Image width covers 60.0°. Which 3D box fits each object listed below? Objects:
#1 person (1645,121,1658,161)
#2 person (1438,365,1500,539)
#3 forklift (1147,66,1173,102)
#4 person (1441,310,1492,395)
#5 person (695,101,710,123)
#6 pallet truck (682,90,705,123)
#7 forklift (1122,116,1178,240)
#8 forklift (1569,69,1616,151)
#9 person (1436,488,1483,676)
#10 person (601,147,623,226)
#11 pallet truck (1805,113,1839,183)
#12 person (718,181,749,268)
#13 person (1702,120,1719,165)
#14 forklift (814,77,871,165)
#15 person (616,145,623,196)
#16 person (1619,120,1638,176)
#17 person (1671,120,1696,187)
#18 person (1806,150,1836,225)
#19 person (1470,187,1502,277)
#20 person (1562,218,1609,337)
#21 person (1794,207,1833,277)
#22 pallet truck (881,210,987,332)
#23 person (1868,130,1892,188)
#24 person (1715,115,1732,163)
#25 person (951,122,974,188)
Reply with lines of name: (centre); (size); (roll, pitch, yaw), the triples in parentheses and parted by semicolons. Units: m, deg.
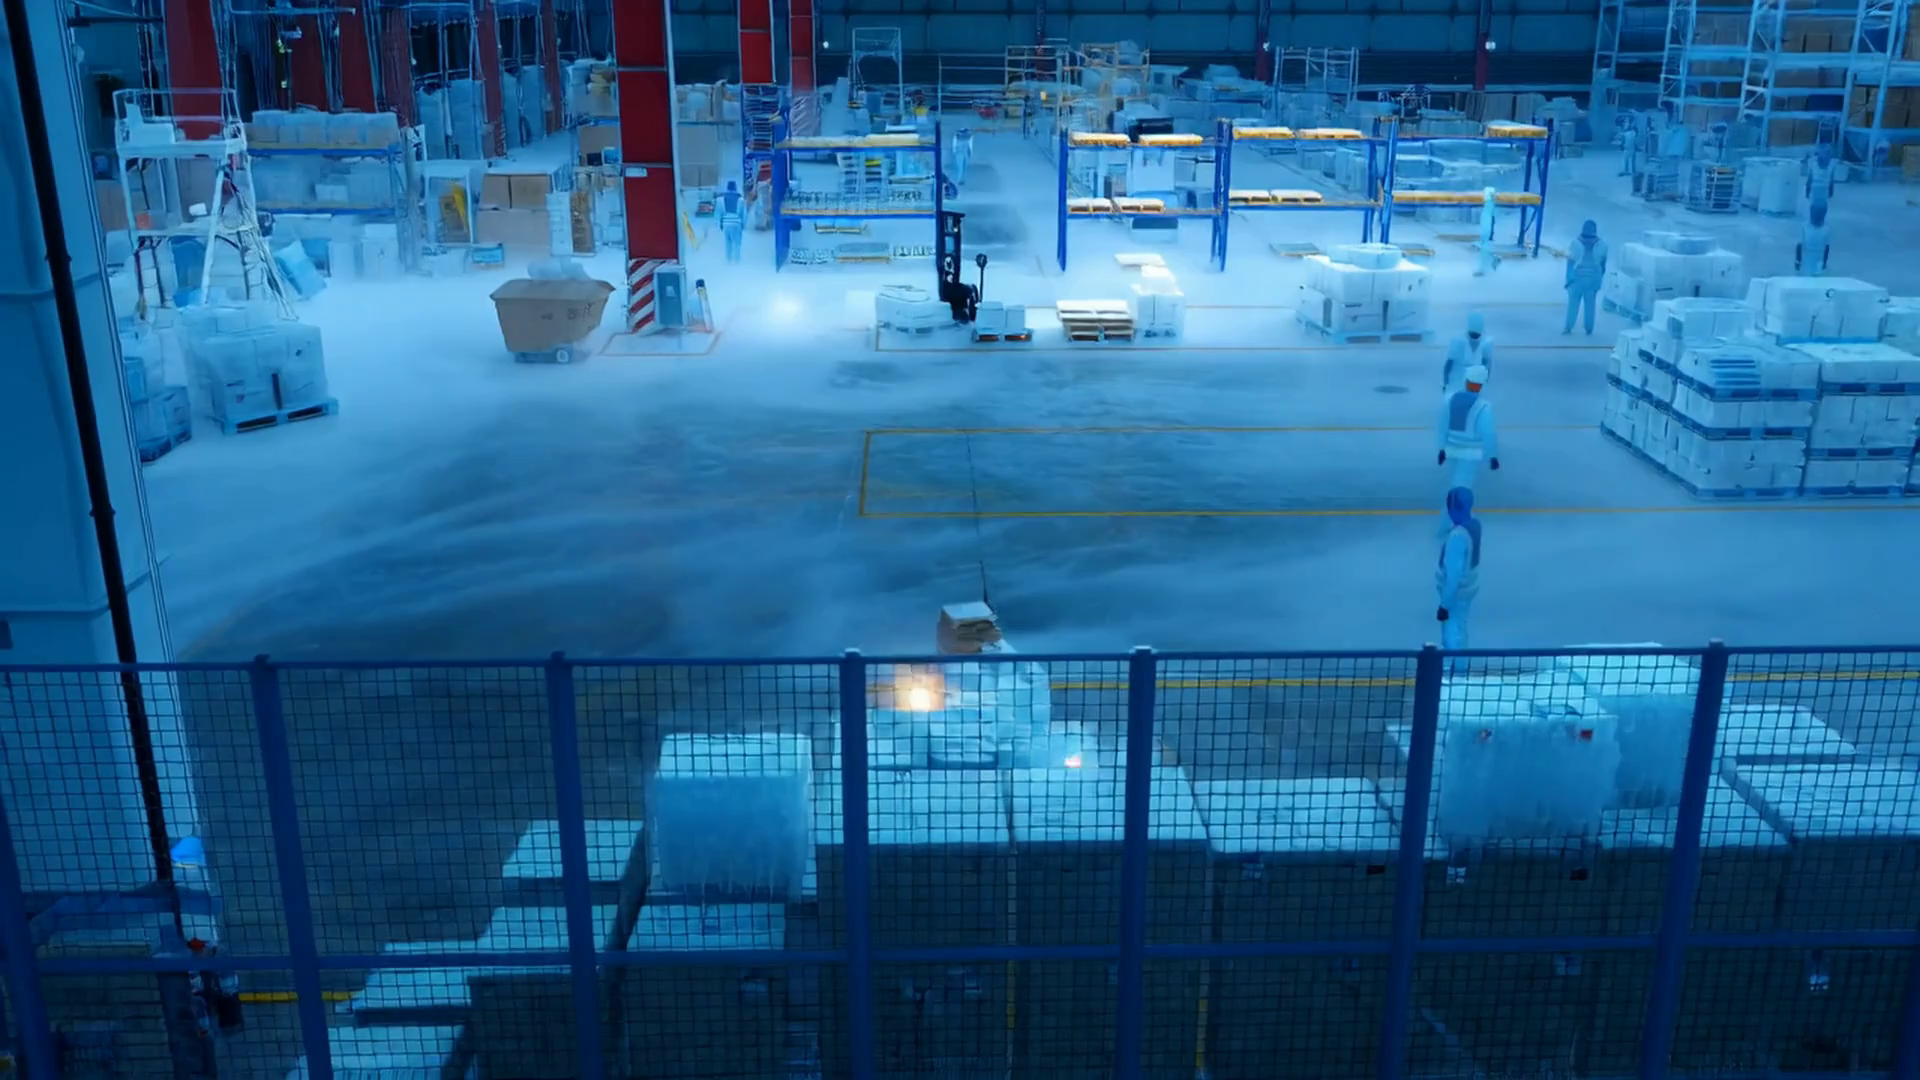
person: (20.375, -11.374, 49.101); (0.396, 1.926, 0.641); (3, 19, 9)
person: (5.645, -0.972, 18.257); (0.941, 1.903, 0.634); (-10, 21, -27)
forklift: (7.425, -16.286, 62.184); (1.129, 2.768, 1.873); (-9, 21, -25)
person: (6.578, -2.125, 21.733); (0.613, 1.879, 0.908); (-3, 19, -9)
person: (-9.360, -15.081, 60.429); (0.541, 1.700, 0.316); (-6, 19, -16)
pallet truck: (-9.671, -15.907, 62.421); (0.823, 1.965, 1.885); (5, 19, 15)
forklift: (4.550, -8.602, 39.388); (1.129, 2.768, 1.873); (-1, 19, -2)
forklift: (23.131, -15.583, 60.100); (1.129, 2.768, 1.873); (-15, 24, -37)
person: (4.177, 0.458, 14.043); (0.356, 1.887, 0.572); (11, 21, 29)
person: (-8.665, -8.823, 41.512); (0.587, 1.928, 0.362); (1, 19, 3)
pallet truck: (26.403, -11.957, 50.702); (0.823, 1.965, 1.885); (6, 19, 16)
person: (-4.824, -6.744, 35.558); (0.645, 1.801, 0.748); (1, 19, 2)
person: (24.243, -12.696, 53.502); (0.518, 1.603, 0.815); (-1, 19, -4)
forklift: (-3.904, -13.911, 55.138); (1.873, 2.768, 1.129); (-1, 19, -1)
person: (-8.528, -9.212, 42.679); (0.594, 1.912, 0.527); (-12, 22, -33)
person: (20.998, -12.302, 52.188); (0.532, 1.697, 0.322); (-10, 21, -27)
person: (21.417, -11.426, 49.207); (0.648, 1.936, 0.992); (-15, 23, -37)
person: (21.326, -8.705, 41.254); (0.623, 1.867, 0.988); (7, 20, 20)
person: (10.916, -6.359, 34.314); (0.582, 1.858, 0.538); (0, 19, 0)
person: (10.684, -4.498, 28.509); (0.684, 2.000, 0.538); (2, 19, 5)
person: (15.821, -5.236, 30.904); (0.611, 1.919, 1.032); (2, 19, 6)
pallet truck: (-0.493, -4.759, 29.349); (1.885, 1.965, 0.823); (-13, 23, -34)
person: (27.254, -11.229, 49.020); (0.640, 1.677, 0.531); (1, 19, 3)
person: (23.524, -12.135, 51.348); (0.388, 1.930, 0.541); (10, 21, 28)
person: (0.076, -11.422, 49.288); (0.650, 1.885, 1.023); (-3, 19, -9)
